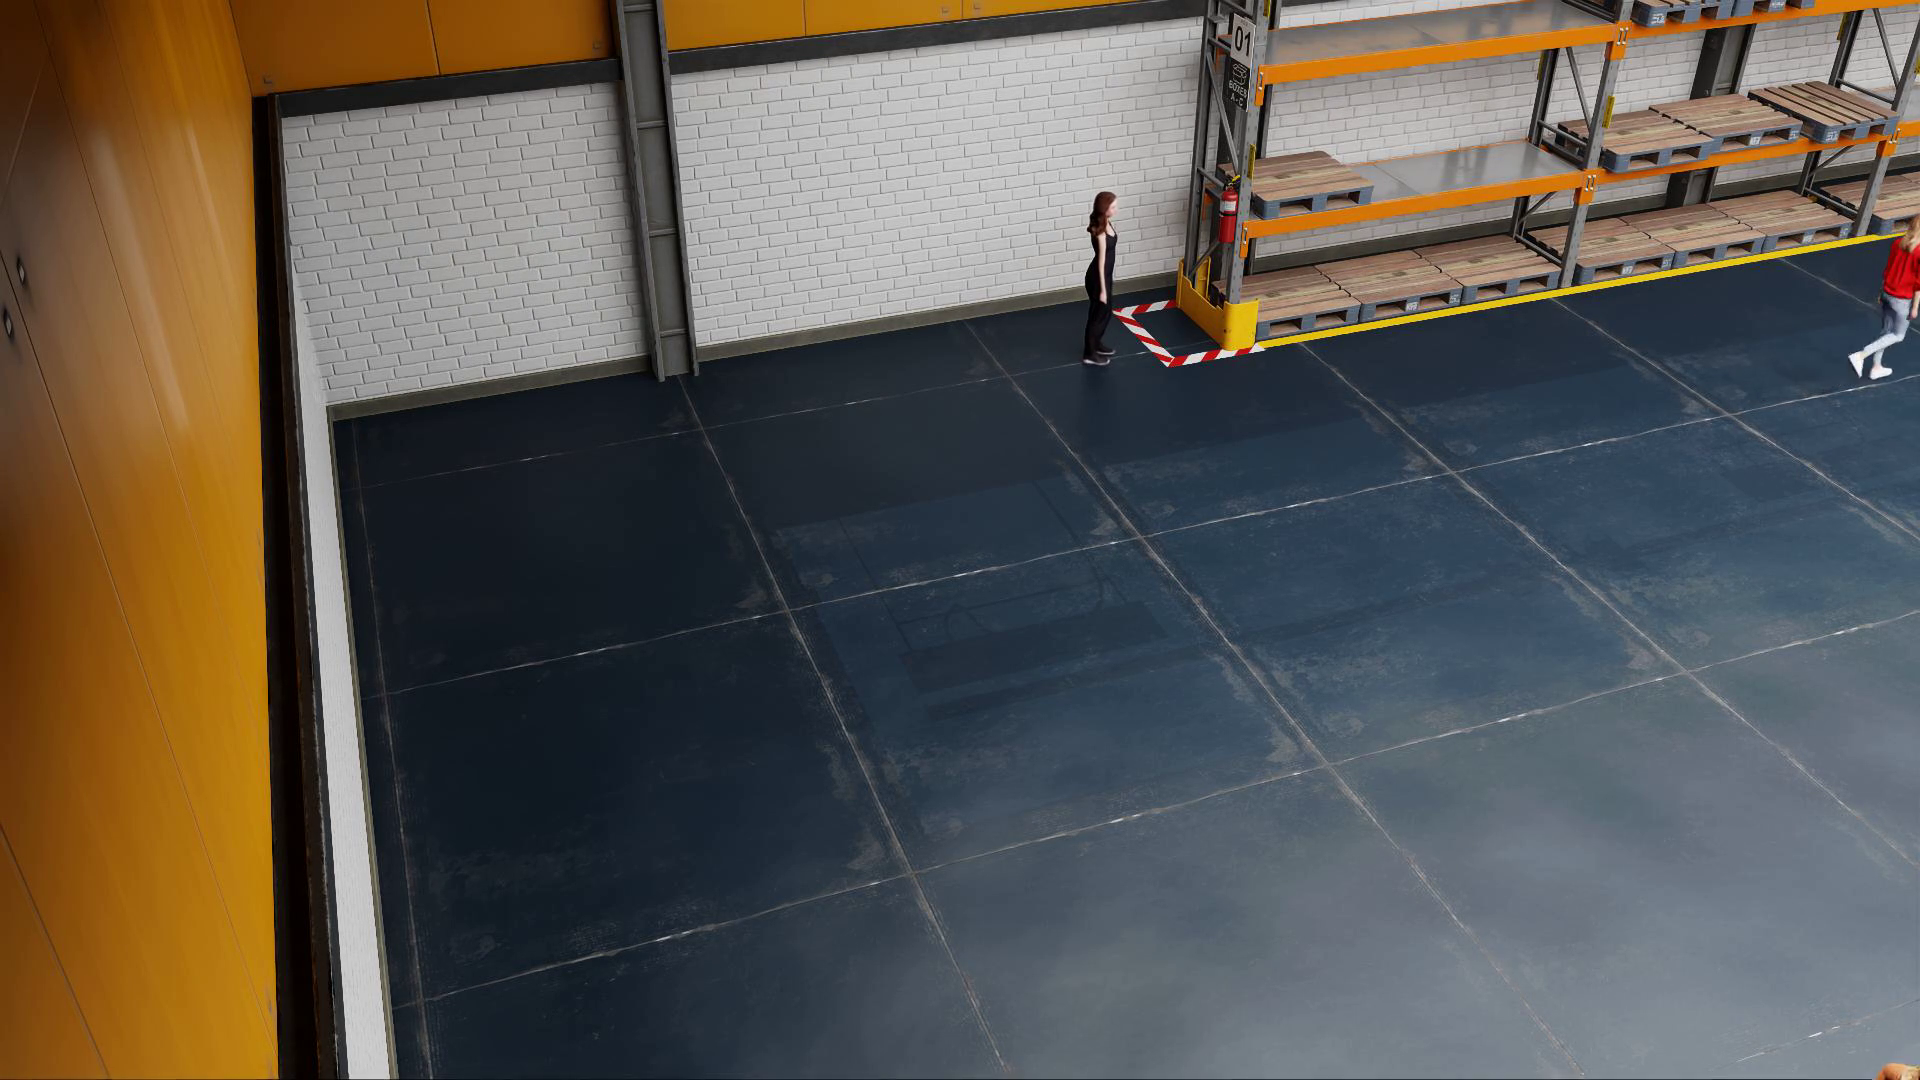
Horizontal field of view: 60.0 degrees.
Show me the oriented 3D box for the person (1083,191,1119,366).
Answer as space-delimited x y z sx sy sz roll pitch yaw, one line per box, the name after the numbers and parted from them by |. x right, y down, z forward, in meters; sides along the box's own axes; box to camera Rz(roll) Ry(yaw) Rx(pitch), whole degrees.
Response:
1.320 -2.501 15.844 0.697 1.740 0.681 6 34 9 | person

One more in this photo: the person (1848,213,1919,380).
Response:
8.673 -2.231 15.478 0.848 1.695 0.659 -9 35 -13 | person
